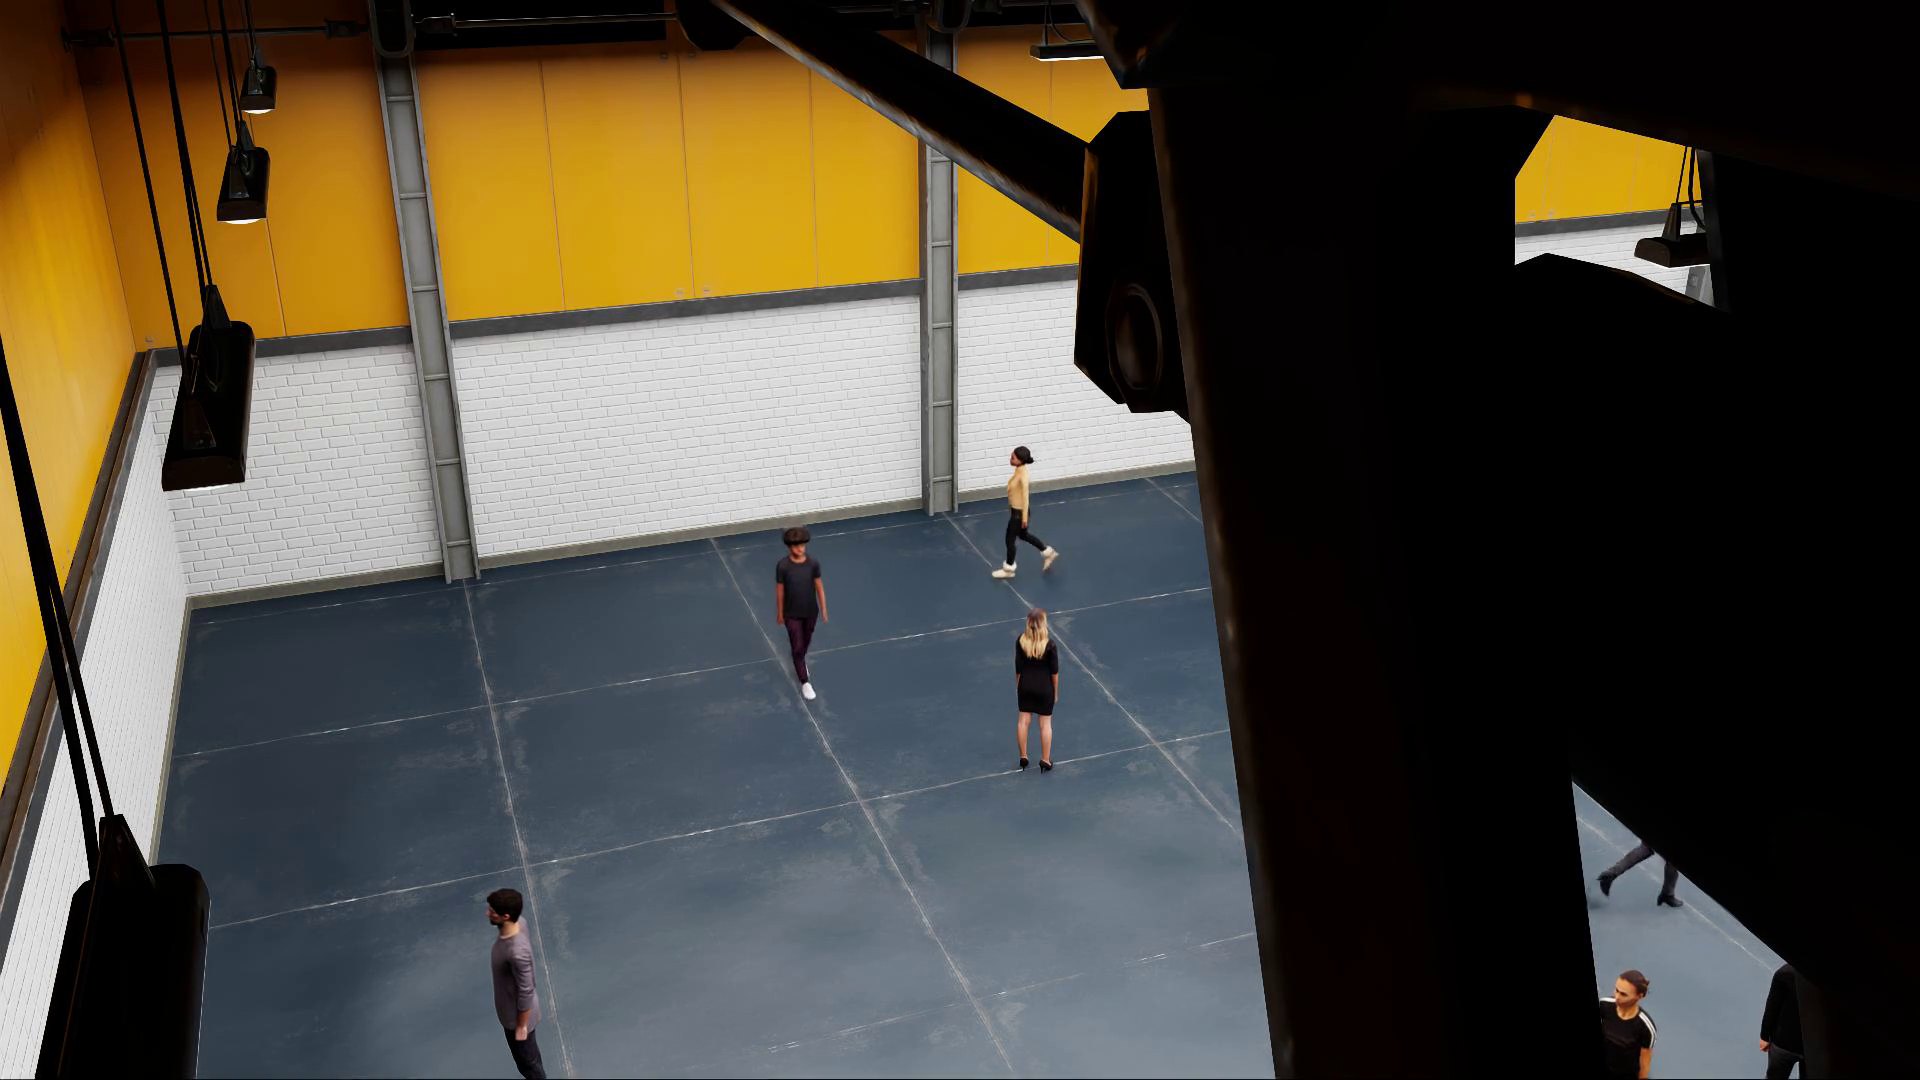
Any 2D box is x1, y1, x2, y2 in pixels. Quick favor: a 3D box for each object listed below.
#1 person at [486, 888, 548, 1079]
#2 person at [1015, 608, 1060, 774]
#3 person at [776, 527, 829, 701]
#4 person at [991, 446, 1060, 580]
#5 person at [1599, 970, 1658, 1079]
[{"bbox_3d":[-2.972,3.131,11.211,0.527,1.853,0.668,-9,25,-20],"label":"person"},{"bbox_3d":[0.702,1.393,15.409,0.581,1.677,0.668,7,25,16],"label":"person"},{"bbox_3d":[-1.642,0.672,16.974,1.018,1.743,0.736,-10,25,-21],"label":"person"},{"bbox_3d":[0.779,-0.327,19.394,1.096,1.636,0.789,-1,24,-2],"label":"person"},{"bbox_3d":[4.284,3.447,10.731,0.623,1.659,0.640,-14,27,-29],"label":"person"}]
